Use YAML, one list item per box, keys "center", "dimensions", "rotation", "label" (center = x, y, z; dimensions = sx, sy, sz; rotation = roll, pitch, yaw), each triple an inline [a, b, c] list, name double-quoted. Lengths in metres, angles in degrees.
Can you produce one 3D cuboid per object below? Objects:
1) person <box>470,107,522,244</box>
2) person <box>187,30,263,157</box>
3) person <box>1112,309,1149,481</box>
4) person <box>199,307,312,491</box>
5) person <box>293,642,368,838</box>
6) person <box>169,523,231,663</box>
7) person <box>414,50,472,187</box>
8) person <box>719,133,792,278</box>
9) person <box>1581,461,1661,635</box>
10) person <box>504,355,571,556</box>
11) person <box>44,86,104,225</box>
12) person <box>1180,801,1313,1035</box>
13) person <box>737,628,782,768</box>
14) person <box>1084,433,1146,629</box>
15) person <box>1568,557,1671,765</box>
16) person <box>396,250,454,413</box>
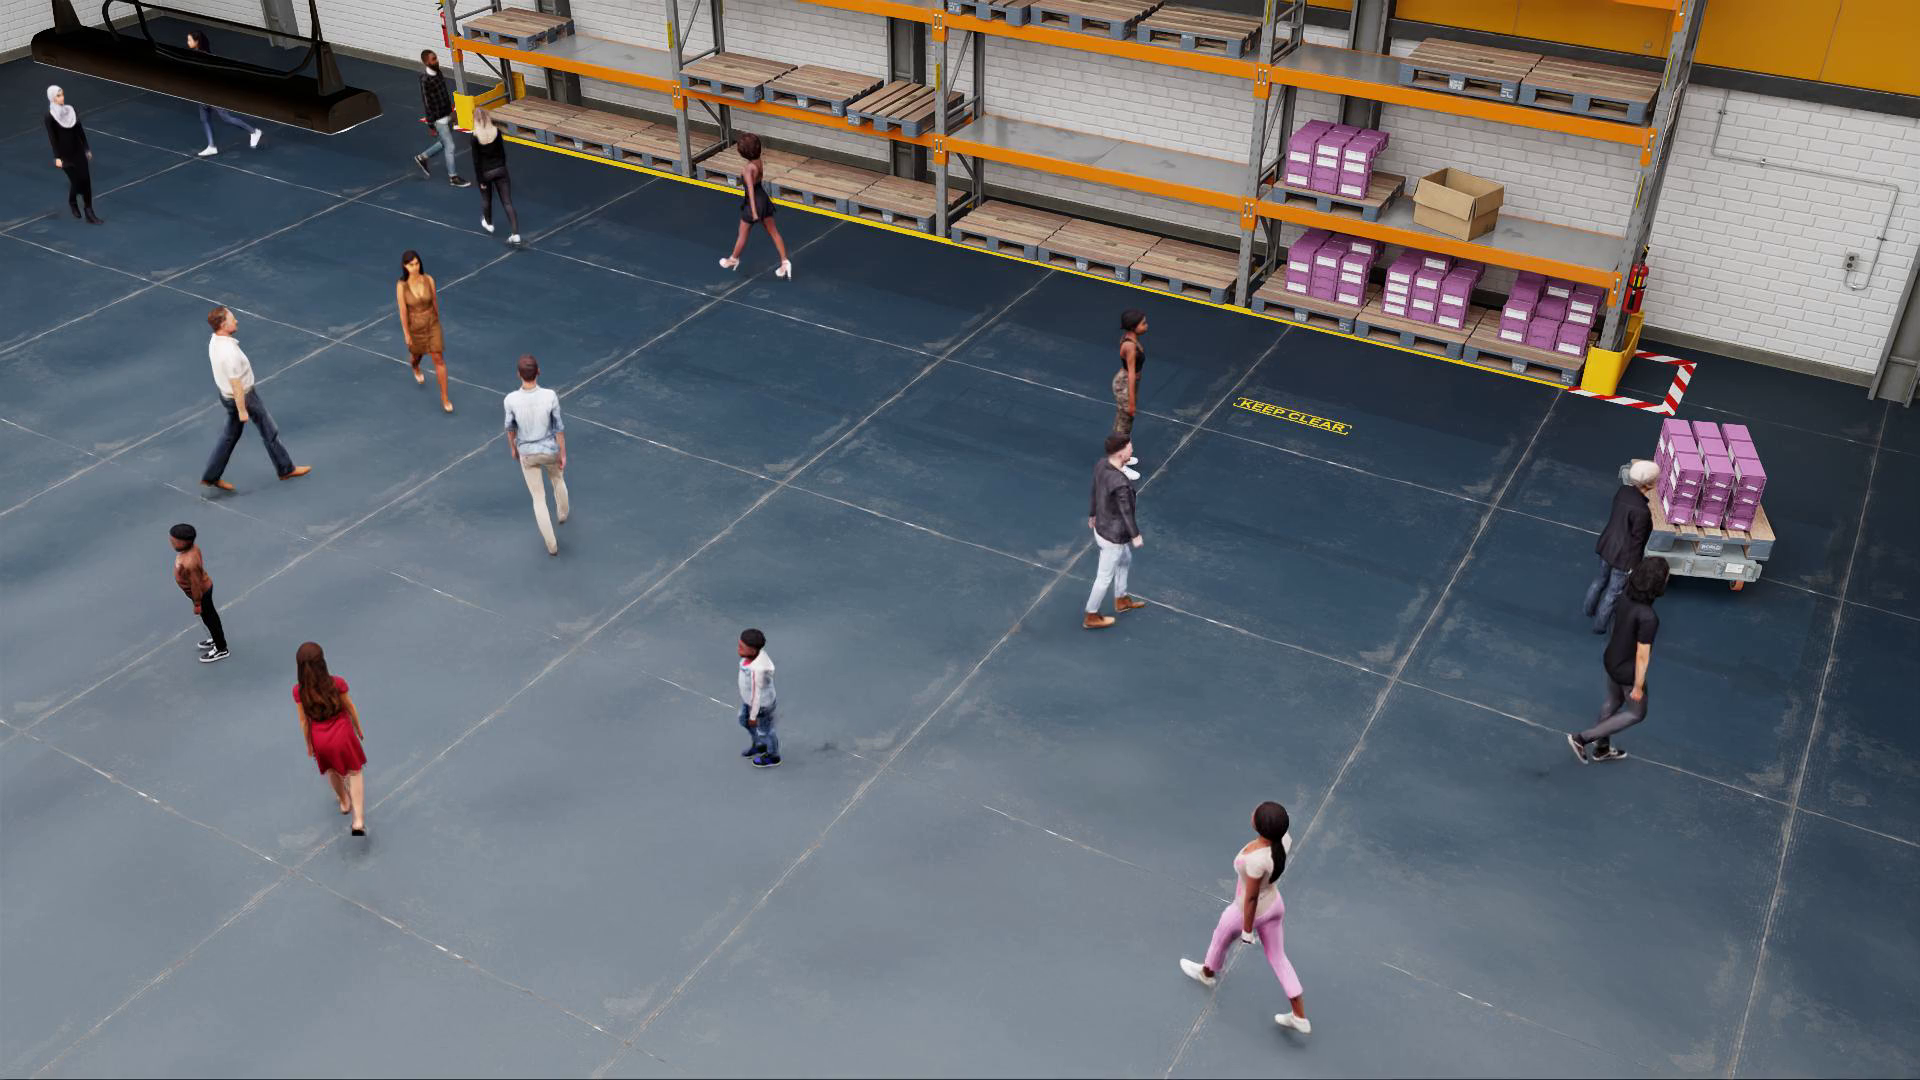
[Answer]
- center: [-5.626, -4.387, 20.210]
  dimensions: [0.955, 1.645, 1.238]
  rotation: [-21, 39, -28]
  label: "person"
- center: [-10.146, -6.115, 22.758]
  dimensions: [1.010, 1.703, 1.132]
  rotation: [-20, 39, -27]
  label: "person"
- center: [1.582, -1.401, 15.669]
  dimensions: [0.664, 1.699, 0.653]
  rotation: [3, 34, 4]
  label: "person"
- center: [-6.761, -1.258, 15.346]
  dimensions: [1.107, 1.819, 1.255]
  rotation: [-20, 38, -27]
  label: "person"
- center: [-4.362, 1.408, 11.589]
  dimensions: [0.902, 1.537, 0.957]
  rotation: [-10, 35, -14]
  label: "person"
- center: [-6.106, 0.400, 13.360]
  dimensions: [0.652, 1.256, 0.572]
  rotation: [-13, 36, -18]
  label: "person"
- center: [-6.901, -5.536, 21.797]
  dimensions: [1.120, 1.803, 0.901]
  rotation: [6, 34, 8]
  label: "person"
- center: [-2.264, -3.827, 19.283]
  dimensions: [1.154, 1.738, 0.680]
  rotation: [12, 35, 17]
  label: "person"
- center: [5.409, 0.136, 13.681]
  dimensions: [0.767, 1.782, 0.824]
  rotation: [-2, 34, -3]
  label: "person"
- center: [-3.668, -0.702, 14.510]
  dimensions: [1.055, 1.818, 1.109]
  rotation: [-9, 35, -13]
  label: "person"
- center: [-11.104, -4.774, 20.682]
  dimensions: [0.694, 1.767, 0.613]
  rotation: [17, 37, 24]
  label: "person"
- center: [1.878, 2.306, 10.093]
  dimensions: [1.233, 1.699, 0.783]
  rotation: [27, 42, 34]
  label: "person"
- center: [-1.423, 1.153, 12.233]
  dimensions: [0.651, 1.250, 0.597]
  rotation: [-5, 34, -8]
  label: "person"
- center: [1.156, -0.040, 13.513]
  dimensions: [0.978, 1.819, 0.914]
  rotation: [-7, 34, -10]
  label: "person"
- center: [4.765, 0.910, 12.080]
  dimensions: [0.930, 1.824, 0.863]
  rotation: [-3, 34, -4]
  label: "person"
- center: [-5.476, -2.149, 16.832]
  dimensions: [0.891, 1.658, 1.155]
  rotation: [-20, 39, -28]
  label: "person"
